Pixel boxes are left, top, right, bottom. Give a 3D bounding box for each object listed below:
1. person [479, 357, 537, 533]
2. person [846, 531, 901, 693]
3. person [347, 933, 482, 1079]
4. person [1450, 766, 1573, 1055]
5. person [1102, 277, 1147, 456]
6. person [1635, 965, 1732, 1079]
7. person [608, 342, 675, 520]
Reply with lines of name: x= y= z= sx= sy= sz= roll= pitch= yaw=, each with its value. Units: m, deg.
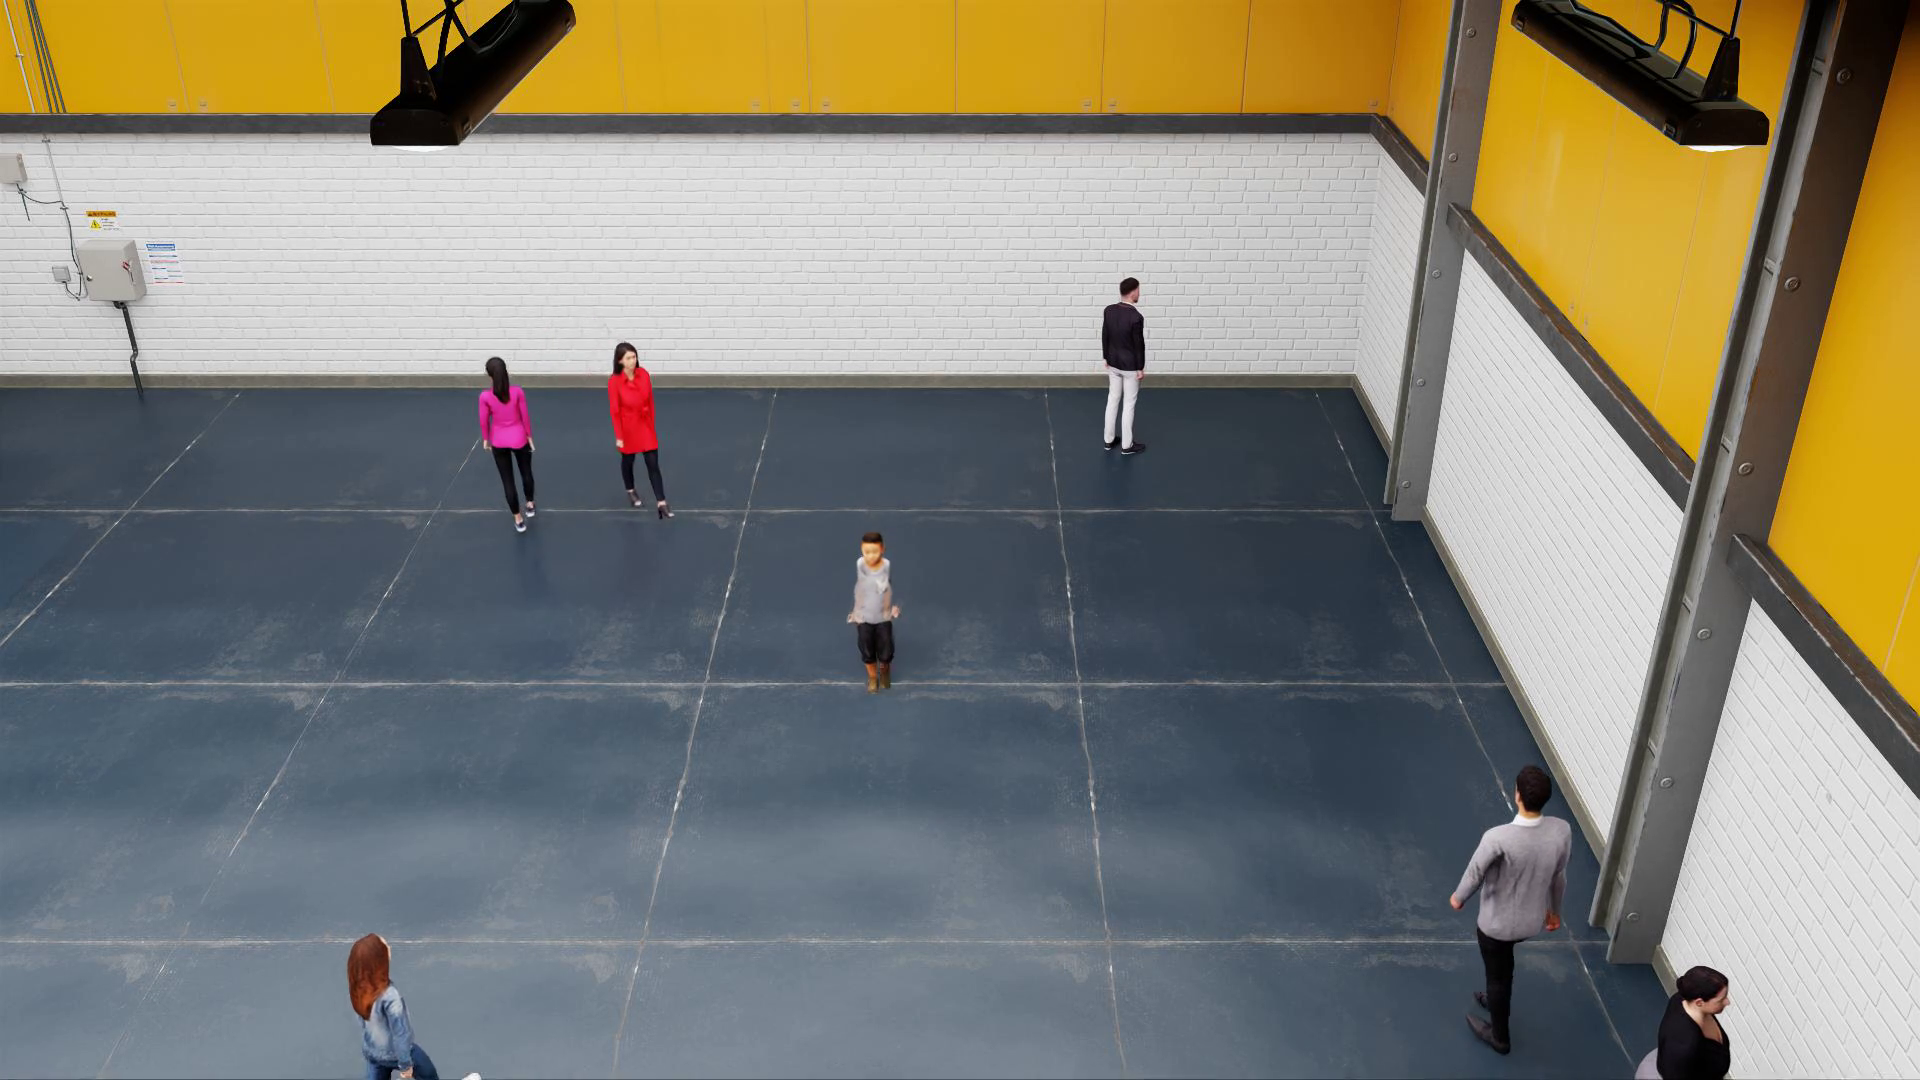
person: x=-4.128 y=-0.851 z=15.261 sx=0.736 sy=1.690 sz=0.852 roll=-9 pitch=30 yaw=-15
person: x=-0.683 y=0.502 z=13.037 sx=0.560 sy=1.445 sz=0.558 roll=0 pitch=29 yaw=0
person: x=-3.118 y=2.758 z=8.896 sx=0.902 sy=1.450 sz=1.034 roll=18 pitch=34 yaw=30
person: x=3.191 y=2.184 z=9.474 sx=0.853 sy=1.904 sz=0.864 roll=-11 pitch=30 yaw=-19
person: x=1.648 y=-1.758 z=16.771 sx=0.730 sy=1.836 sz=0.783 roll=24 pitch=37 yaw=37
person: x=3.581 y=2.833 z=8.436 sx=0.826 sy=1.758 sz=0.708 roll=12 pitch=31 yaw=21
person: x=-3.096 y=-1.046 z=15.598 sx=0.998 sy=1.710 sz=1.123 roll=-20 pitch=34 yaw=-32
